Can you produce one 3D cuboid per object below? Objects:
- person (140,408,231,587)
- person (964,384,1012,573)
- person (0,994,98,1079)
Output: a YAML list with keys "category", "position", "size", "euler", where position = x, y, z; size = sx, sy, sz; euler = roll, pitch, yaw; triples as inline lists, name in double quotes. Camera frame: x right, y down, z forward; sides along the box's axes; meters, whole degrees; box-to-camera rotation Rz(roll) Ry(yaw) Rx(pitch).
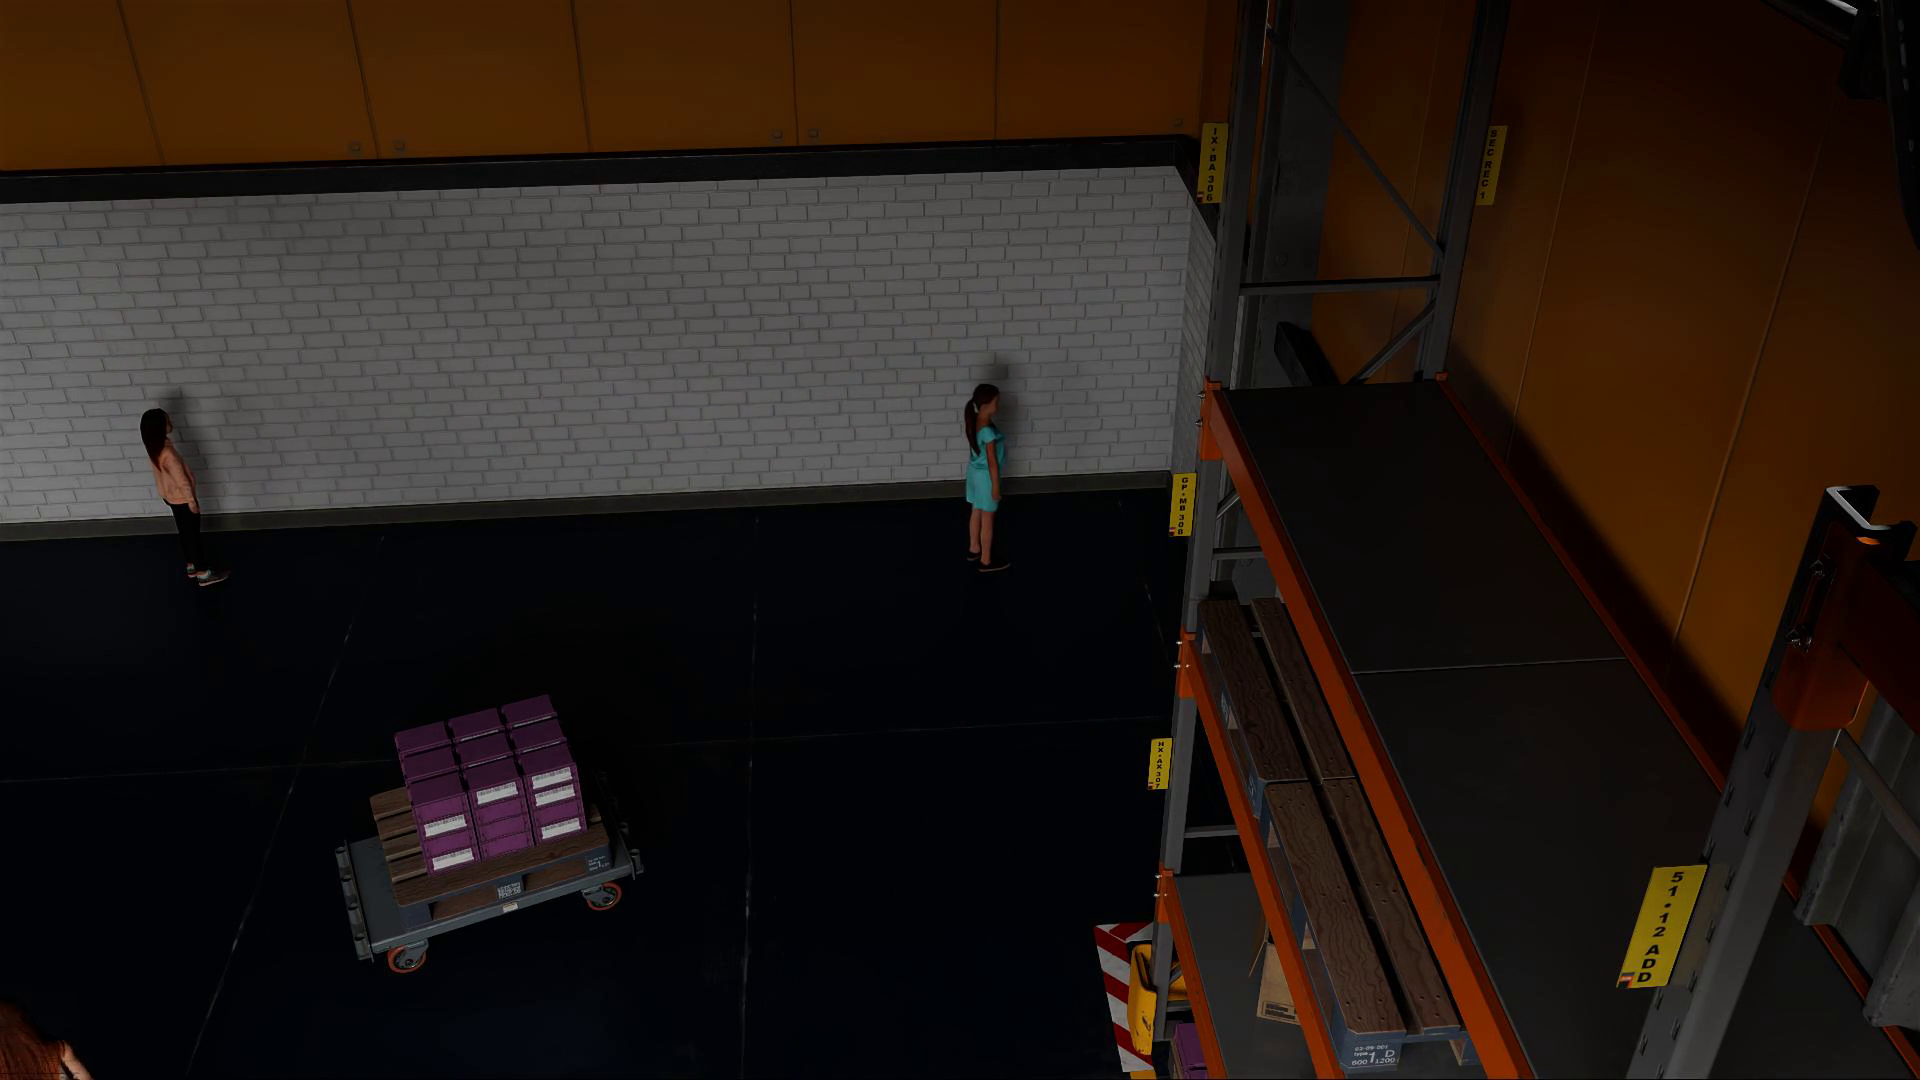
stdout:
- category: "person"
  position: [-5.874, -0.338, 12.523]
  size: [0.708, 1.484, 0.629]
  euler: [-28, 43, -35]
- category: "person"
  position: [0.183, -0.484, 12.676]
  size: [0.675, 1.558, 0.568]
  euler: [-14, 36, -20]
- category: "person"
  position: [-4.131, 2.792, 7.621]
  size: [0.834, 1.699, 0.991]
  euler: [-17, 37, -23]
